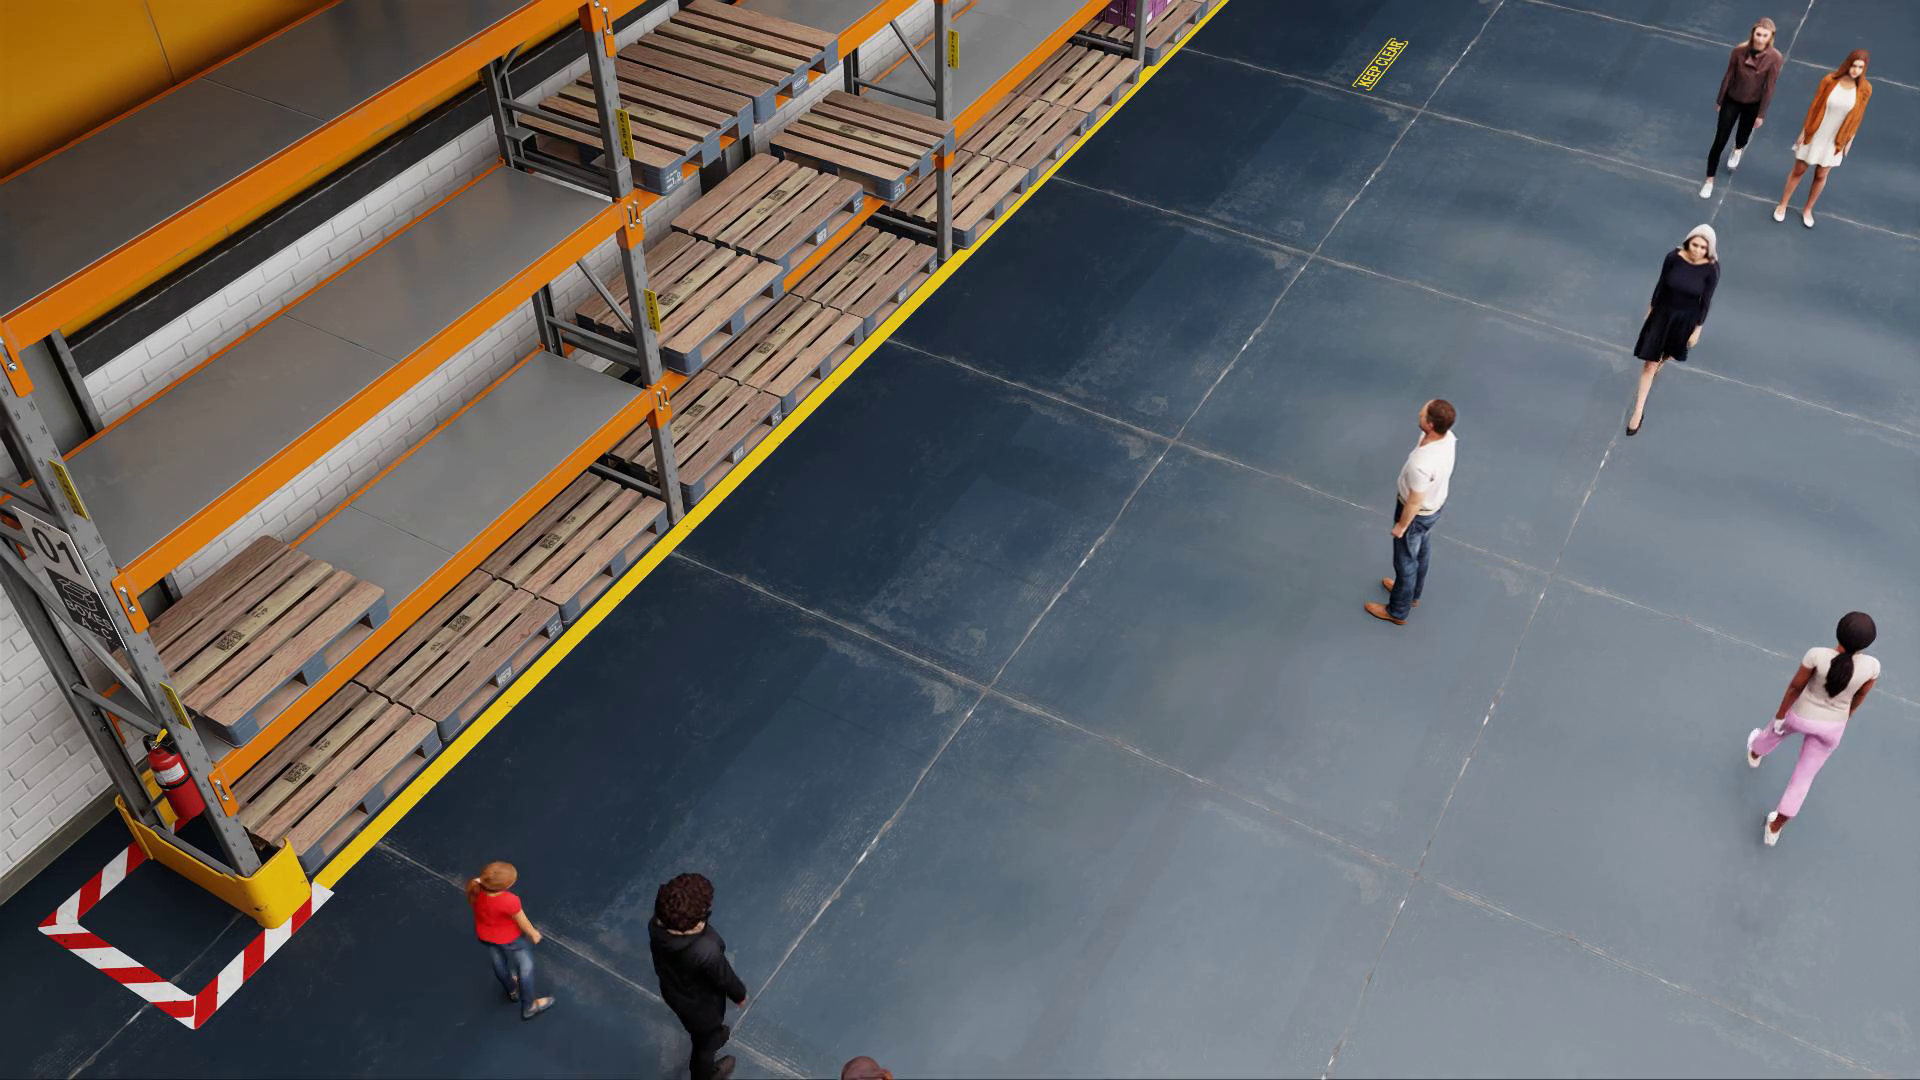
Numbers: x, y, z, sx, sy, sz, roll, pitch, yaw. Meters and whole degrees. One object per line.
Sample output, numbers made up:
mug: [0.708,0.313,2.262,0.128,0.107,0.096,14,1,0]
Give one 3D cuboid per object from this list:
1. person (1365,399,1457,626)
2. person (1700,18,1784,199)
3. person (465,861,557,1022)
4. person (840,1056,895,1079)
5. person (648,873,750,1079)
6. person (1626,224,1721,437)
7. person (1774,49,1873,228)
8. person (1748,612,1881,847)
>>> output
person: [3.087,-0.189,11.162,0.744,1.854,0.523,26,50,25]
person: [7.227,-4.022,15.314,0.625,1.678,1.061,22,48,22]
person: [-2.531,2.145,9.121,0.574,1.290,0.561,1,44,1]
person: [-0.447,2.950,8.082,0.670,1.558,0.637,-23,48,-22]
person: [-1.416,2.367,8.548,0.665,1.760,0.673,27,50,25]
person: [5.517,-1.698,12.857,0.581,1.702,1.145,20,47,20]
person: [7.730,-3.622,14.865,0.613,1.718,0.578,18,46,18]
person: [5.061,1.152,9.862,0.685,1.707,1.090,17,46,17]
